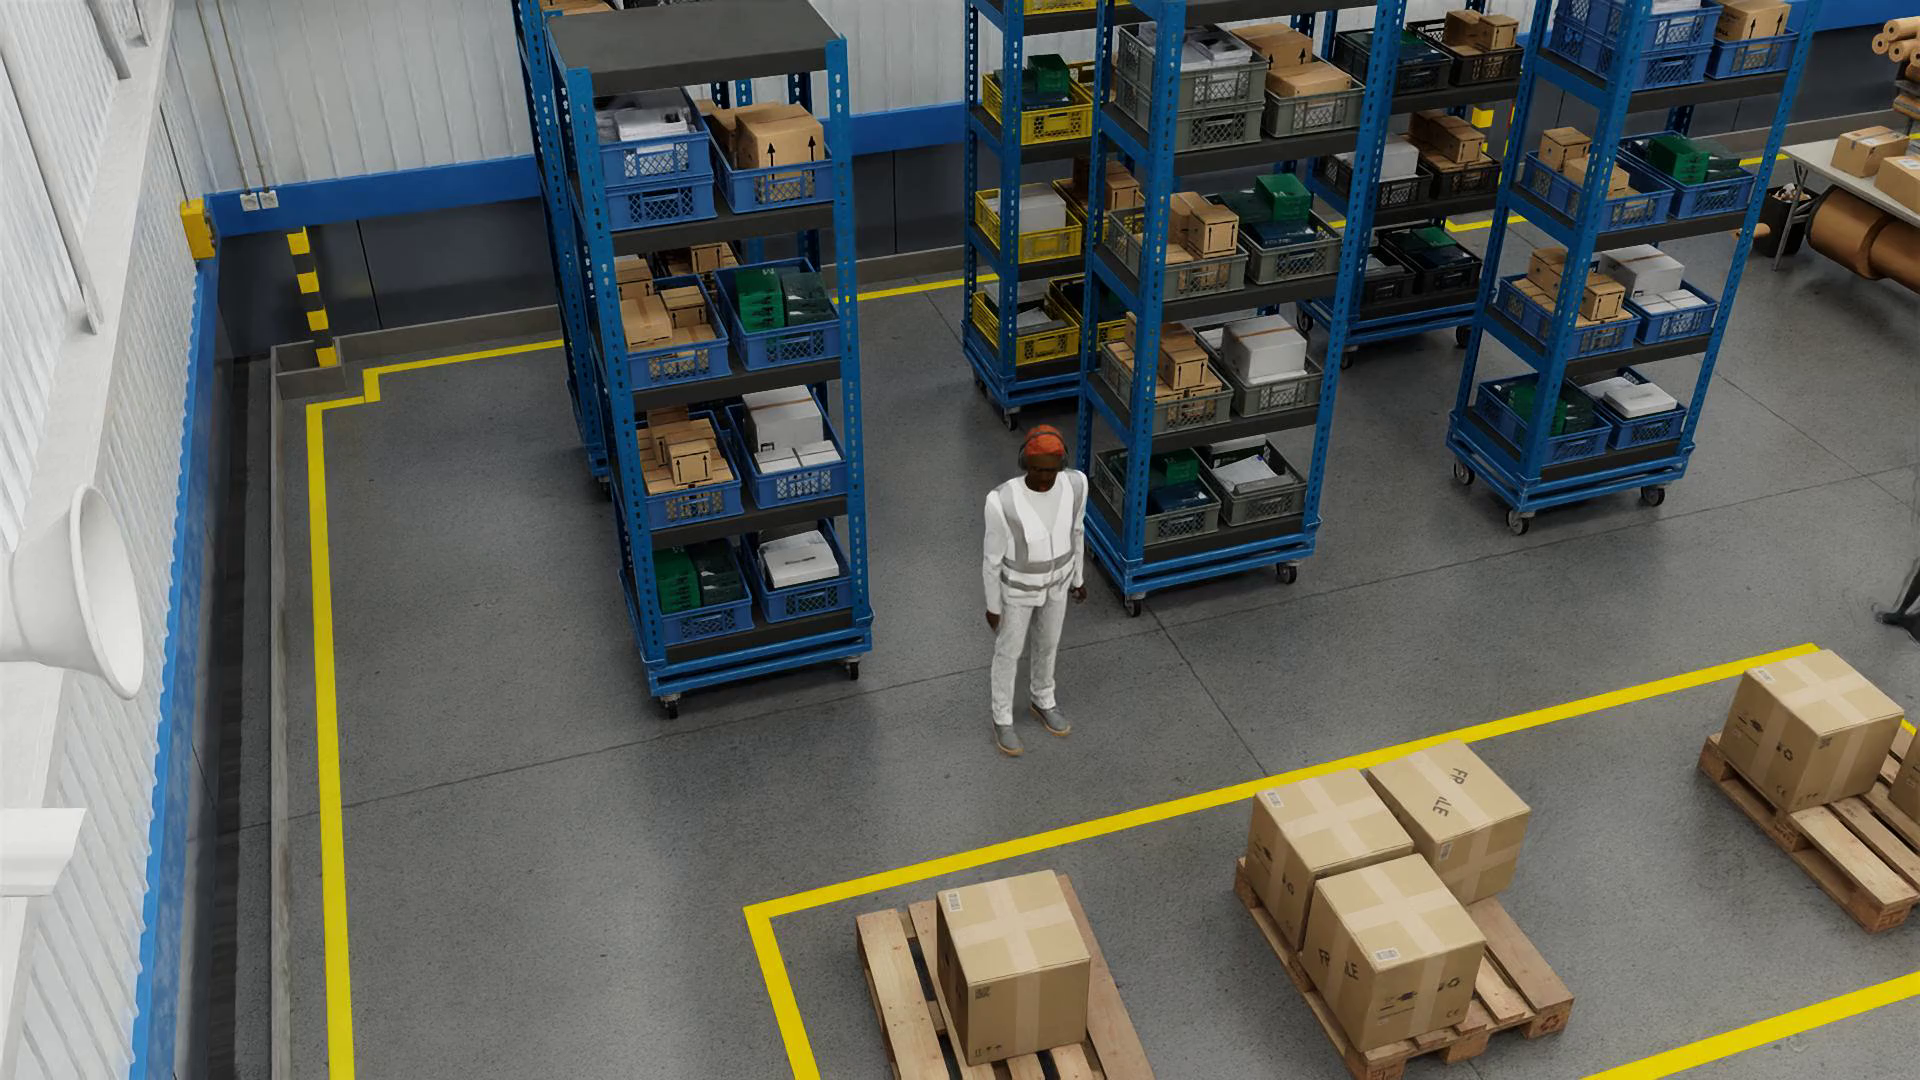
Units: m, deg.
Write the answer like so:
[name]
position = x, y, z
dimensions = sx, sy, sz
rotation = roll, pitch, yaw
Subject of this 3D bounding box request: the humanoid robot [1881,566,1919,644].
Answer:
[humanoid robot]
position = 5.482, -0.128, 9.024
dimensions = 0.473, 1.642, 0.554
rotation = 16, 38, 22

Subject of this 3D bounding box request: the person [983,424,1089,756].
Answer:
[person]
position = 0.379, 0.244, 8.311
dimensions = 0.575, 1.879, 0.353
rotation = -17, 39, -23
